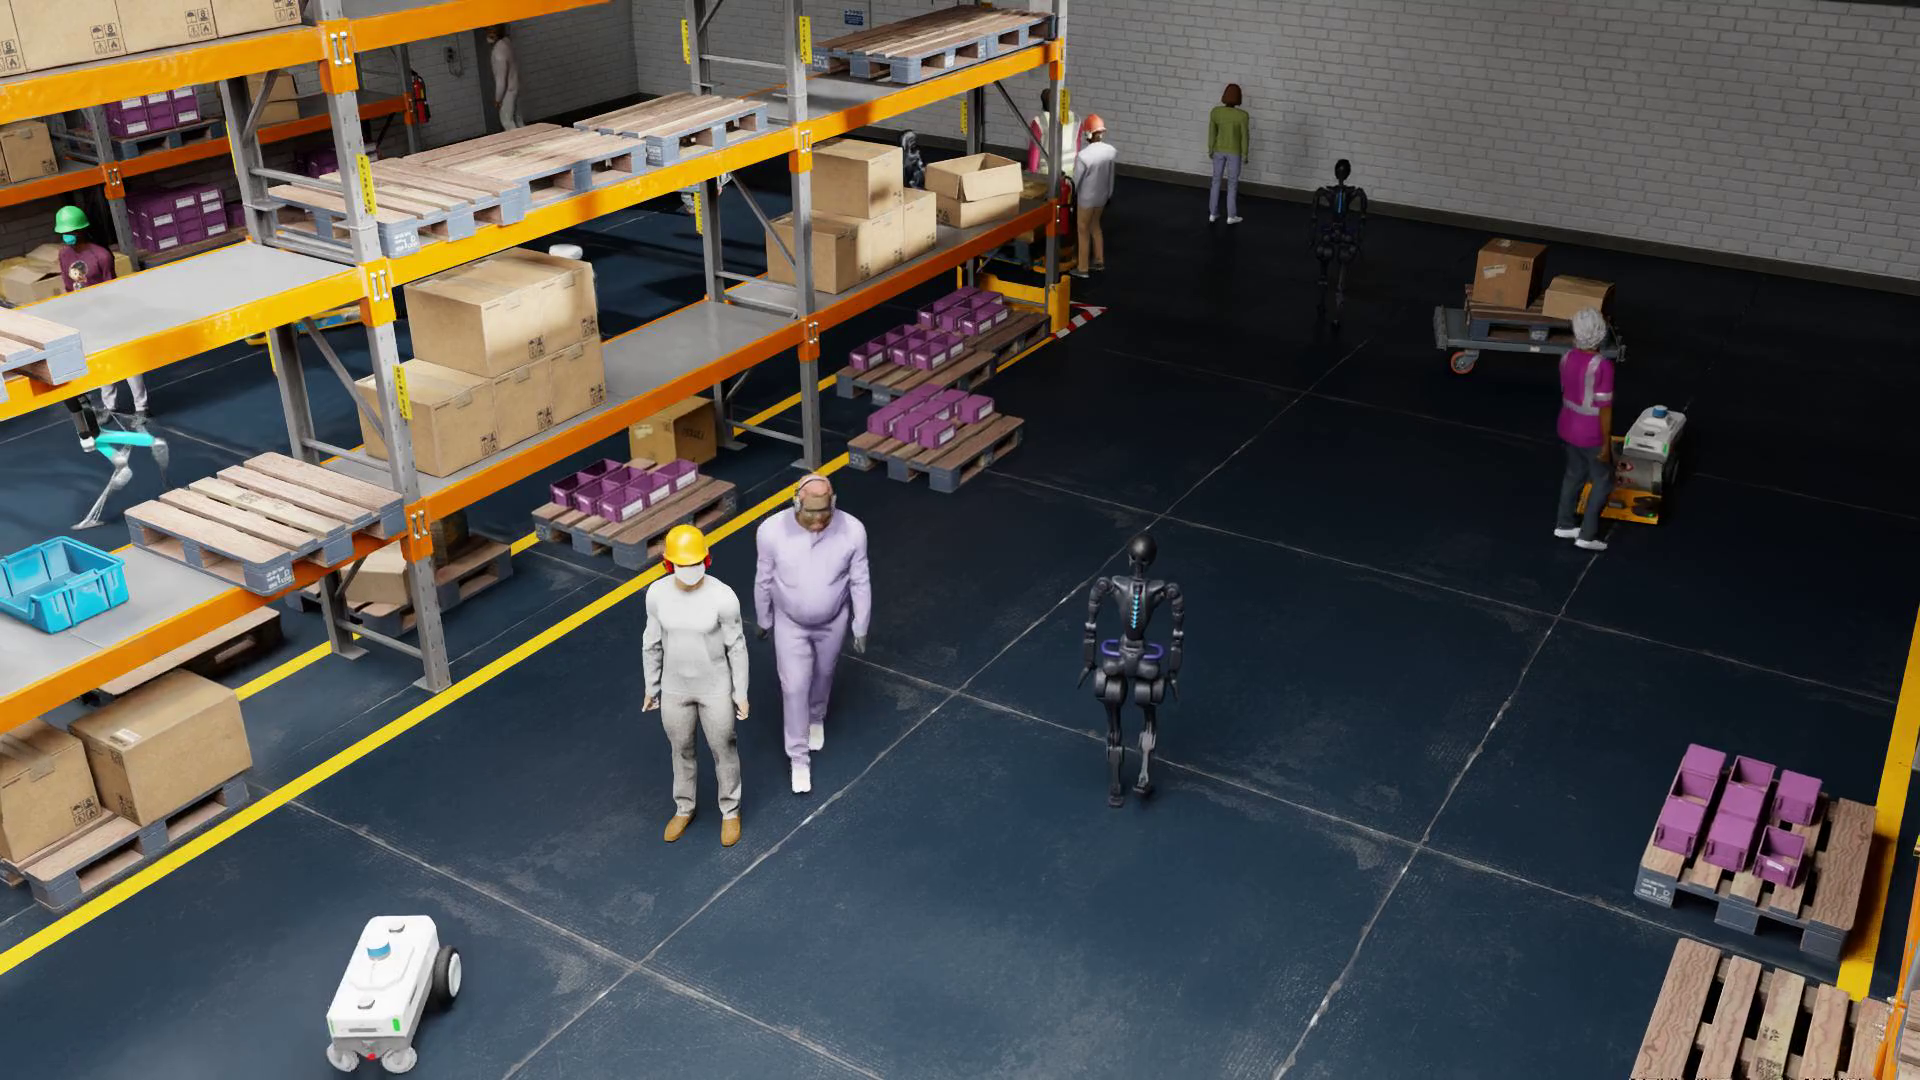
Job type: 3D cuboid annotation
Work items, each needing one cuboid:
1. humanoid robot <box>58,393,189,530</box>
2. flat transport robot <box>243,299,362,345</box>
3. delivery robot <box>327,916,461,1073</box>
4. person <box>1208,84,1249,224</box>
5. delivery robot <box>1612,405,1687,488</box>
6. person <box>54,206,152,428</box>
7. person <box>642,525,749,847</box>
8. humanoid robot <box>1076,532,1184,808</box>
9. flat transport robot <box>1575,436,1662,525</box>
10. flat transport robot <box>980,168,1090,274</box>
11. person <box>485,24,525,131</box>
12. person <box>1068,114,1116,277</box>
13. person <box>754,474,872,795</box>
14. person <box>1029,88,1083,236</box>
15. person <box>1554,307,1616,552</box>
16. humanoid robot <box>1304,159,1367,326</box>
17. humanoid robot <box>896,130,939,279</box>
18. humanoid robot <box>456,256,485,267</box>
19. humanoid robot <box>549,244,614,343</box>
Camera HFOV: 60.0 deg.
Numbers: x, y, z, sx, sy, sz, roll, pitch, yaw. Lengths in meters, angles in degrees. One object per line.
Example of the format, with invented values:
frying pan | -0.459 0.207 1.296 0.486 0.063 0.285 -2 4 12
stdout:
humanoid robot | -6.306 -0.931 12.477 1.018 1.772 0.532 -15 31 -27
flat transport robot | -6.483 -2.248 16.627 1.431 0.231 0.659 -19 33 -33
delivery robot | -2.677 2.092 7.781 0.514 0.614 0.786 -1 27 -2
person | 3.173 -4.575 19.706 0.509 1.628 0.265 15 31 27
delivery robot | 5.586 -0.778 13.431 0.513 0.608 0.780 17 31 29
person | -7.280 -1.885 14.072 0.487 1.942 0.436 4 27 8
person | -1.405 0.776 8.871 0.580 1.897 0.341 4 27 7
humanoid robot | 0.937 0.730 9.211 0.583 1.644 0.352 3 27 7
flat transport robot | 5.224 -0.527 13.236 0.659 0.231 1.431 10 29 19
flat transport robot | 0.683 -3.246 18.593 1.431 0.231 0.659 20 33 34
person | -6.034 -6.001 22.240 0.351 1.901 0.767 -1 27 -3
person | 1.375 -3.675 17.805 0.586 1.745 0.400 -24 35 -38
person | -0.817 0.511 9.430 0.655 1.859 0.945 -6 27 -11
person | 1.077 -4.120 18.608 0.625 1.822 0.574 -6 27 -11
person | 4.570 -0.775 12.017 0.465 1.816 0.609 -7 28 -13
humanoid robot | 3.737 -2.963 16.535 0.590 1.638 0.761 3 27 7
humanoid robot | -0.457 -3.573 17.703 0.524 1.624 0.609 -18 32 -32
humanoid robot | -5.041 -3.125 16.797 0.607 1.655 0.325 1 27 2
humanoid robot | -2.987 -1.692 13.963 0.530 1.779 1.012 18 32 31
